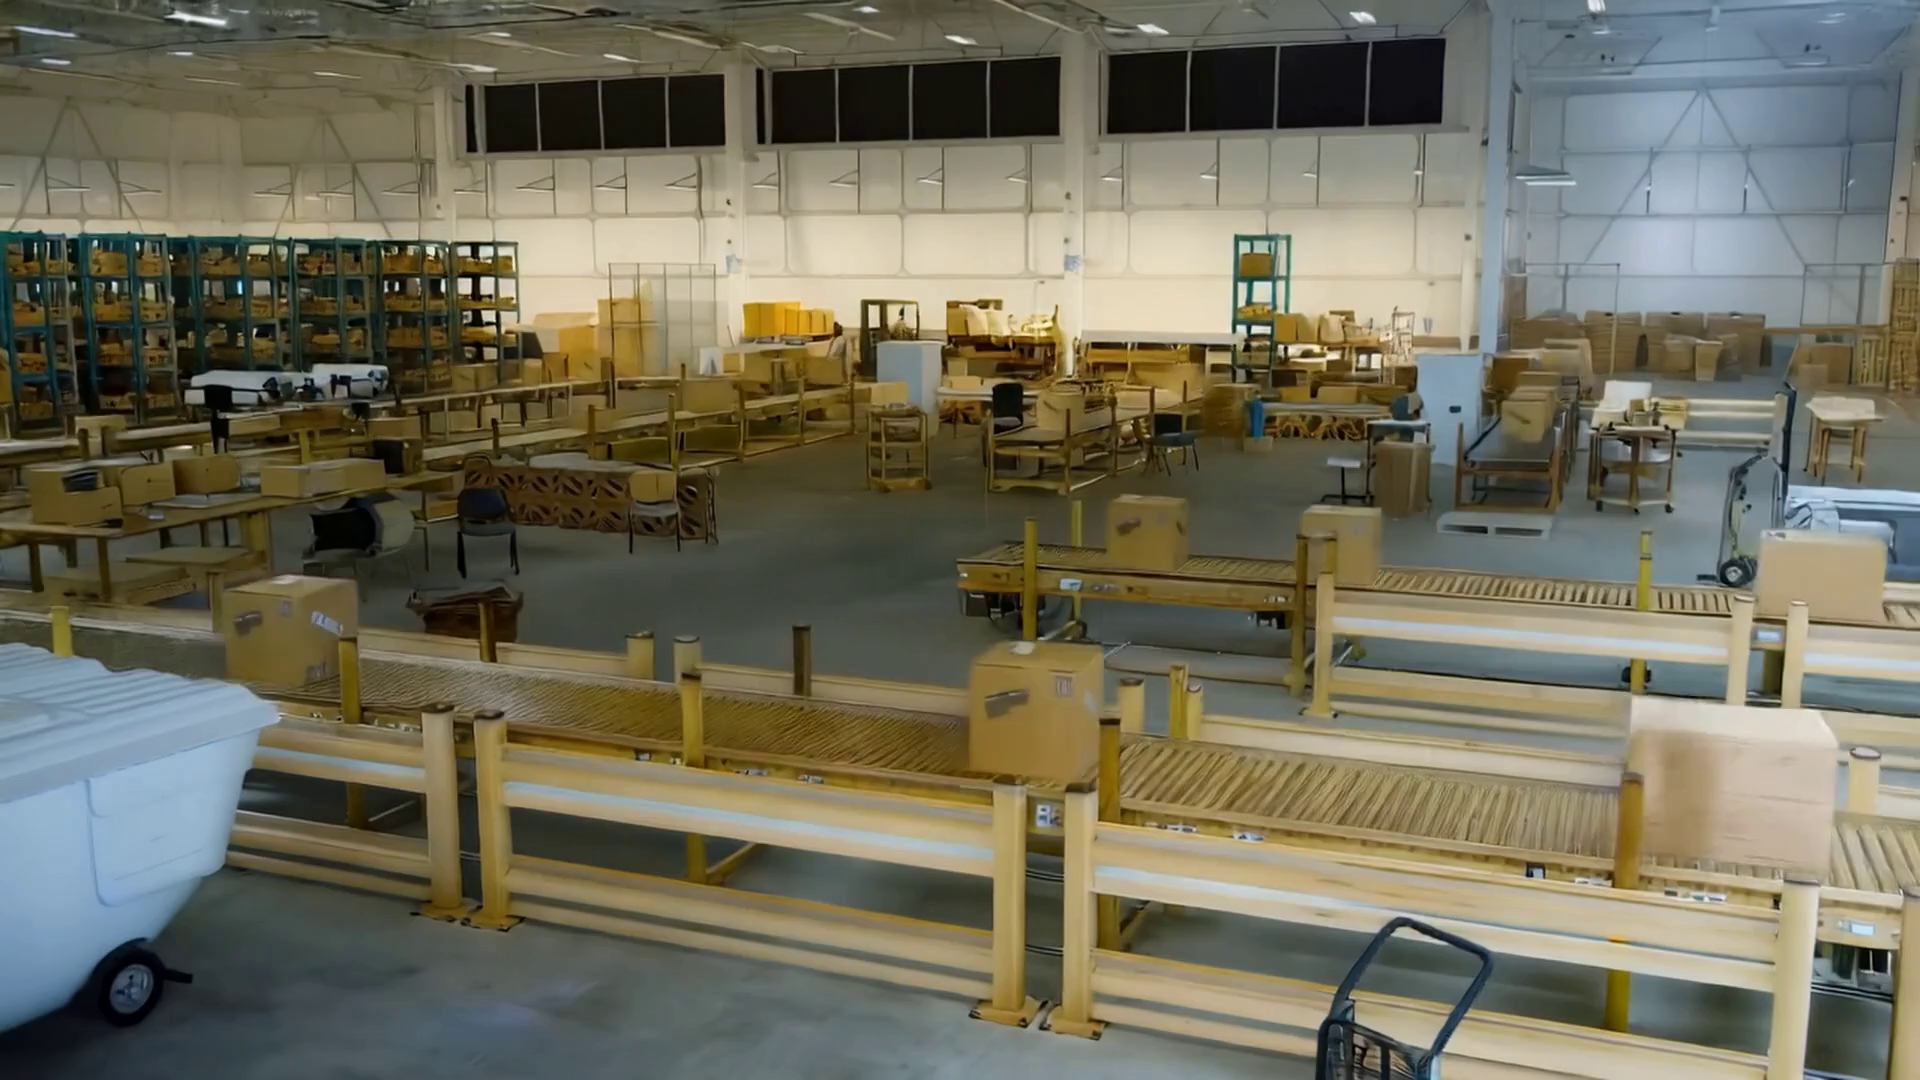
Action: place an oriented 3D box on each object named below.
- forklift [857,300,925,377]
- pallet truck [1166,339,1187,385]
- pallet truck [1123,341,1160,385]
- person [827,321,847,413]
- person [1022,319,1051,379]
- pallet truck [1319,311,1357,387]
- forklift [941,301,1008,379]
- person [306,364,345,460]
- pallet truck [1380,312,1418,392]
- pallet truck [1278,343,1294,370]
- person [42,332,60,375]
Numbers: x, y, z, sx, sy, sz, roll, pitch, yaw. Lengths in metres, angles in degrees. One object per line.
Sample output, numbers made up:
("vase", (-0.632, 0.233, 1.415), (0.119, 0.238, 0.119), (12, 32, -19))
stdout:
("forklift", (-1.732, -5.109, 42.468), (1.157, 1.987, 2.680), (4, 10, 22))
("pallet truck", (5.418, -4.269, 40.420), (0.704, 1.261, 1.522), (3, 10, 20))
("pallet truck", (4.445, -4.380, 41.279), (0.680, 1.201, 1.601), (4, 10, 22))
("person", (-2.537, -3.562, 34.283), (0.403, 1.904, 0.652), (-2, 10, -12))
("person", (1.420, -3.179, 31.541), (0.616, 2.041, 0.377), (6, 11, 33))
("pallet truck", (9.071, -4.419, 39.190), (0.823, 1.965, 1.885), (5, 10, 26))
("forklift", (0.365, -4.966, 41.571), (1.157, 1.987, 2.680), (3, 10, 20))
("person", (-8.614, -1.564, 22.749), (0.565, 1.714, 0.901), (0, 9, -1))
("pallet truck", (10.207, -4.283, 38.369), (0.823, 1.965, 1.885), (3, 10, 20))
("pallet truck", (7.886, -4.163, 39.743), (0.653, 1.274, 1.630), (4, 10, 22))
("person", (-19.921, -3.853, 36.265), (0.605, 1.822, 0.668), (6, 11, 34))
